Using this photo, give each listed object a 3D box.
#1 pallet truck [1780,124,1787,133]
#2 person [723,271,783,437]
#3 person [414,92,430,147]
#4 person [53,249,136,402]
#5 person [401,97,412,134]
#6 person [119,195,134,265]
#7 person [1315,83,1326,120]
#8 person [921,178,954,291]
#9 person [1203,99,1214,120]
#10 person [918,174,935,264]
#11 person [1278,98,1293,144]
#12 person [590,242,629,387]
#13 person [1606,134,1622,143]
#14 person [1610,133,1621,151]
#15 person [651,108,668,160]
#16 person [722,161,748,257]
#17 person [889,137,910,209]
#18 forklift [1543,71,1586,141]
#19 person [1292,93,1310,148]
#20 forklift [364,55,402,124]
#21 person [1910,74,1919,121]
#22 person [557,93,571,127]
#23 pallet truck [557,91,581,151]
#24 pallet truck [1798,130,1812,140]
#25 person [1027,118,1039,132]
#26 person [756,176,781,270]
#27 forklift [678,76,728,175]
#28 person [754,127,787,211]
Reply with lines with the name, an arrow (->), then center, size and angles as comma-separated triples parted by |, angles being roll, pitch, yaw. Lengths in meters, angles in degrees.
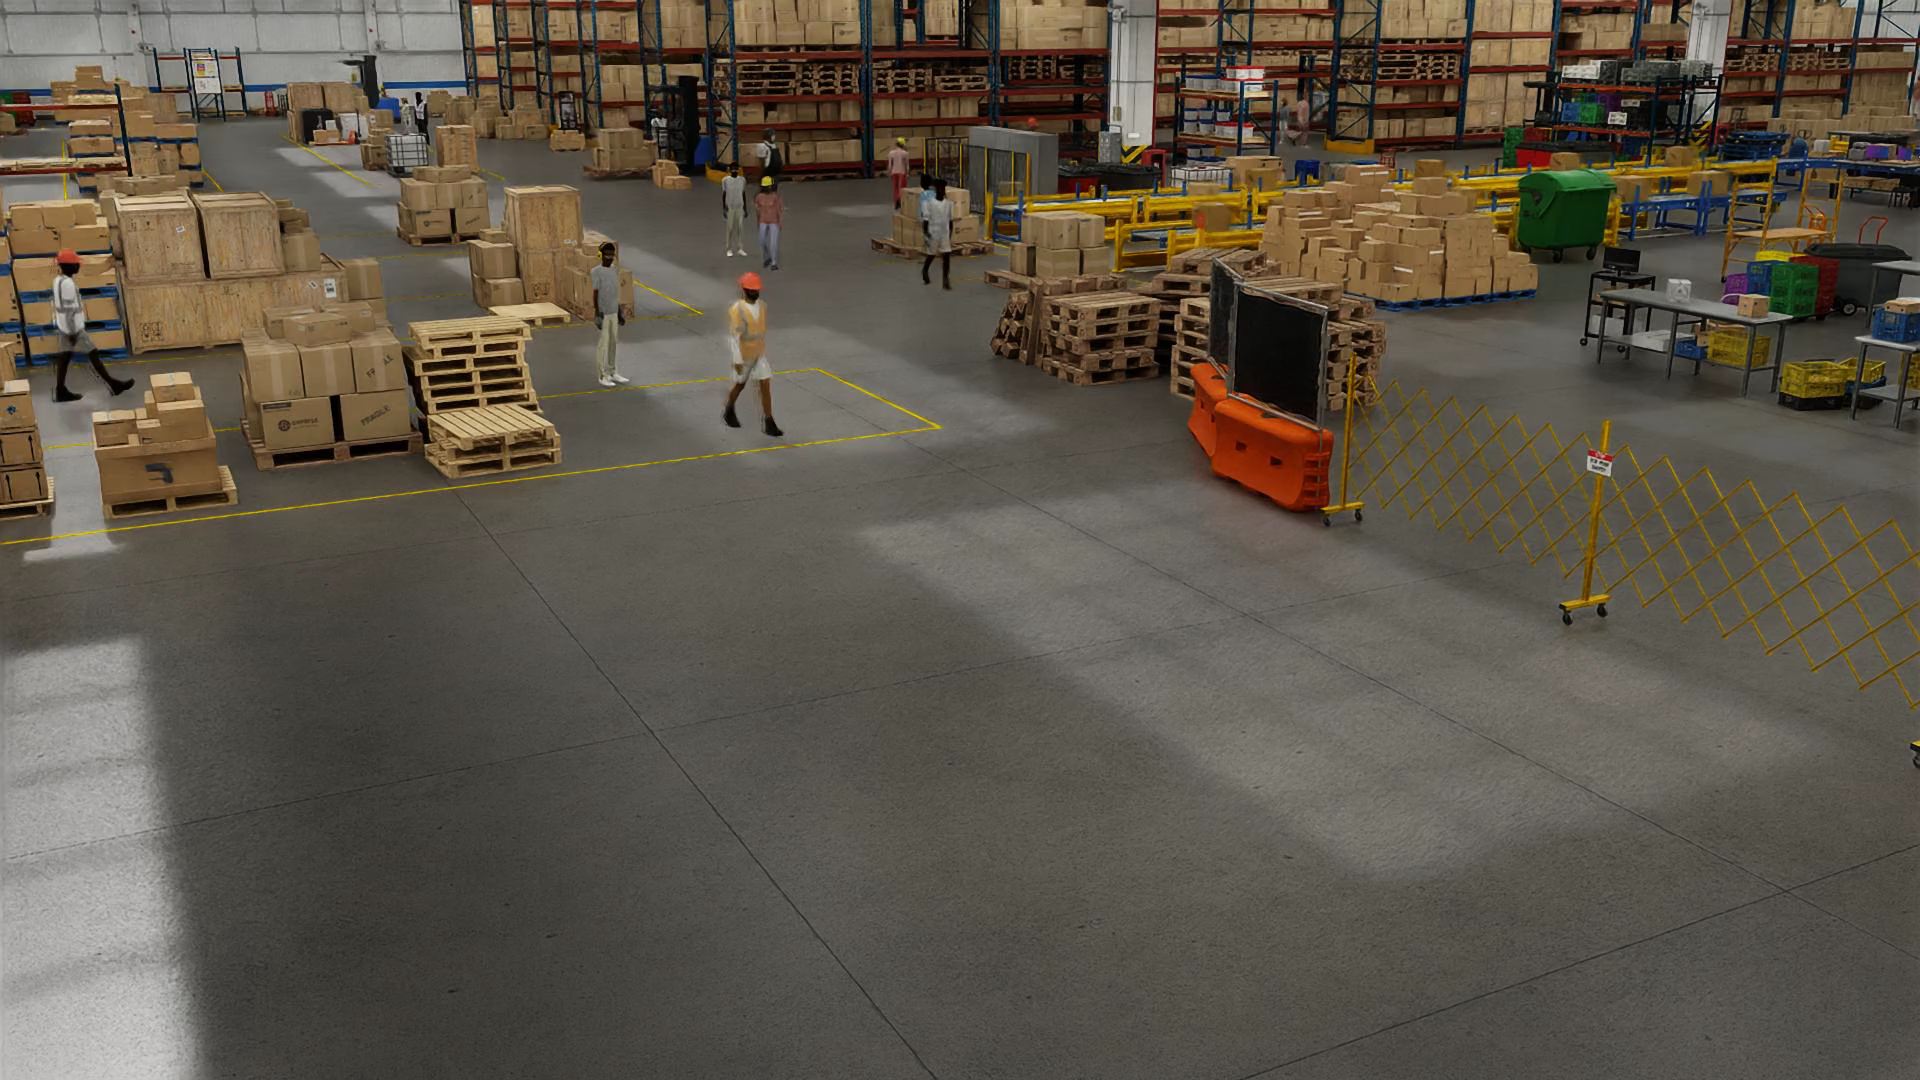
pallet truck -> 25.206, -12.542, 52.601 | 1.601, 1.201, 0.680 | 0, 18, -2
person -> -2.460, -2.175, 19.222 | 0.559, 1.894, 0.985 | -17, 24, -42
person -> -18.913, -14.775, 58.470 | 0.593, 1.909, 0.384 | 11, 21, 30
person -> -10.990, -2.697, 20.833 | 0.962, 1.888, 0.573 | -14, 22, -37
person -> -19.989, -15.159, 60.112 | 0.315, 1.629, 0.509 | -10, 20, -29
person -> -13.099, -4.558, 26.597 | 0.597, 1.916, 0.370 | -1, 18, -3
person -> 14.585, -17.533, 67.201 | 0.429, 1.815, 0.601 | -6, 19, -17
person -> -0.413, -5.356, 29.055 | 0.616, 1.940, 0.822 | -7, 19, -21
person -> 9.113, -15.399, 60.444 | 0.664, 1.883, 0.669 | 11, 21, 30
person -> -0.649, -6.170, 31.977 | 0.318, 1.697, 0.535 | 5, 18, 14
person -> 11.754, -15.142, 60.093 | 0.502, 1.613, 0.509 | -11, 21, -31
person -> -4.562, -2.938, 21.641 | 0.327, 1.862, 0.519 | 9, 20, 26
person -> 22.950, -14.540, 58.140 | 0.853, 1.655, 0.536 | -11, 21, -30
person -> 21.903, -13.790, 55.521 | 0.600, 1.827, 0.404 | -3, 18, -9
person -> -8.928, -11.928, 49.629 | 0.354, 1.883, 0.573 | 14, 23, 38
person -> -4.444, -6.549, 32.892 | 0.514, 1.865, 0.329 | -9, 20, -25
person -> -1.501, -8.926, 40.505 | 0.539, 1.748, 0.534 | 5, 19, 16
forklift -> 18.685, -13.231, 52.085 | 1.873, 2.768, 1.129 | -9, 20, -26
person -> 12.013, -14.672, 58.158 | 0.518, 1.895, 0.663 | -7, 19, -20
forklift -> -24.456, -18.761, 69.323 | 1.873, 2.768, 1.129 | -9, 20, -26
person -> 41.386, -19.121, 71.873 | 0.609, 1.995, 0.376 | 6, 19, 18
person -> -14.540, -15.494, 60.920 | 0.690, 1.776, 0.935 | 8, 19, 22
pallet truck -> -13.495, -14.412, 57.188 | 0.823, 1.965, 1.885 | -3, 18, -9
pallet truck -> 25.526, -11.556, 49.408 | 1.630, 1.274, 0.653 | -9, 20, -26
person -> 1.873, -10.189, 44.109 | 0.699, 1.954, 0.688 | -3, 18, -9
person -> -3.574, -5.922, 31.122 | 0.531, 1.754, 0.385 | 4, 18, 12
forklift -> -7.912, -12.203, 48.878 | 1.873, 2.768, 1.129 | -9, 20, -26
person -> -4.641, -9.005, 40.263 | 0.914, 2.000, 0.684 | 6, 19, 19
